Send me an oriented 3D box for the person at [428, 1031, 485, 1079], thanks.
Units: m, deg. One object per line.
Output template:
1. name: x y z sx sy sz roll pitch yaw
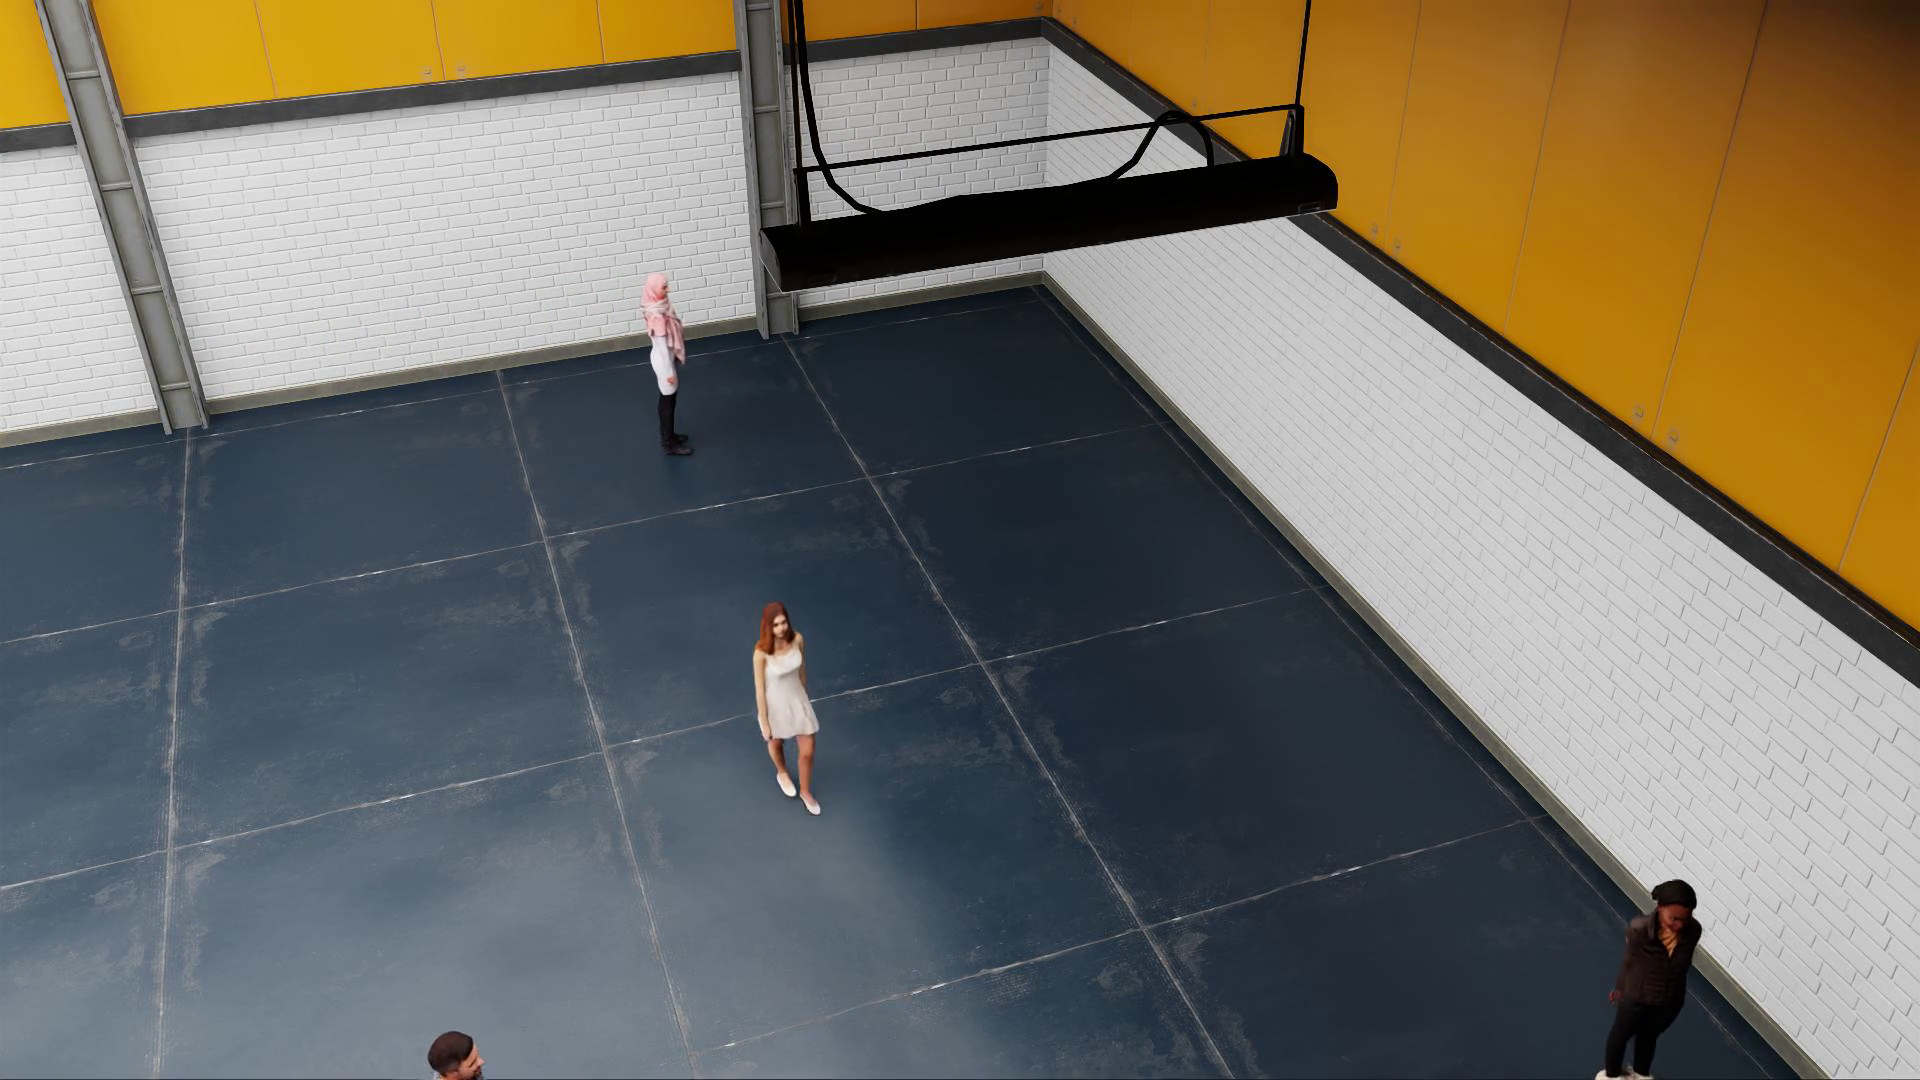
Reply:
1. person: -2.517 3.141 8.305 1.288 1.819 0.960 -2 34 -2

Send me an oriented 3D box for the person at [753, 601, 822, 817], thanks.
1. person: -1.261 1.090 11.504 0.734 1.692 0.678 -15 37 -22

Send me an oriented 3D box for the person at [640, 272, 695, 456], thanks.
1. person: -2.759 -1.644 15.518 0.603 1.803 0.642 -8 34 -12

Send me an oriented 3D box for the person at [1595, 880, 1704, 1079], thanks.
1. person: 3.874 2.551 9.337 0.693 1.658 0.735 13 36 19
